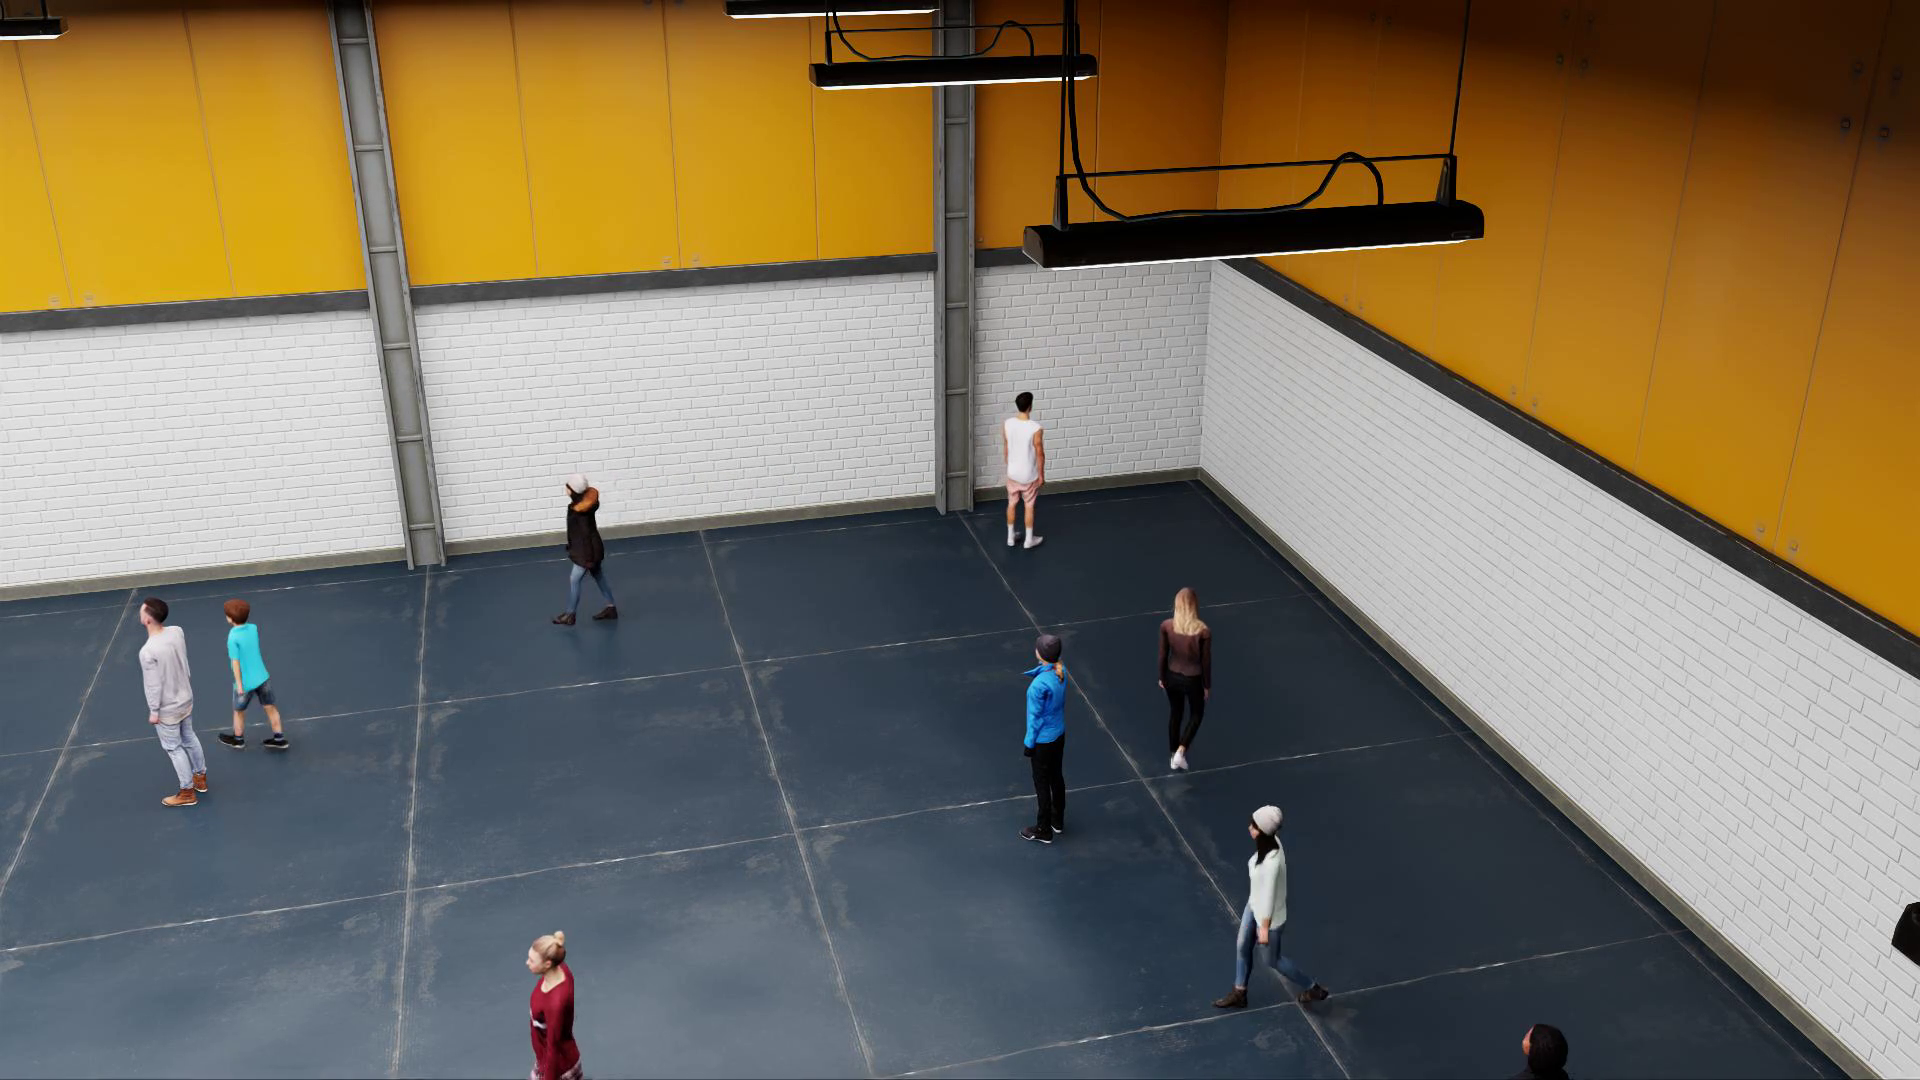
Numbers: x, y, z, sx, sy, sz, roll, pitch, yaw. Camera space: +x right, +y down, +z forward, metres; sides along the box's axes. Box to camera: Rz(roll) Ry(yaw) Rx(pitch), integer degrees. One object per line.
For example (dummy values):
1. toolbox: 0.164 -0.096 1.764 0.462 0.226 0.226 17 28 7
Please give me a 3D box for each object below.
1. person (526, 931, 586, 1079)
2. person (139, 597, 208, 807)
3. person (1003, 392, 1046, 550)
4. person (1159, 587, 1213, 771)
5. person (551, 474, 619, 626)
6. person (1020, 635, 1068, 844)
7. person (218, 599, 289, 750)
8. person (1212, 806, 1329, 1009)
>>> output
1. person: -2.289 3.052 9.816 1.034 1.655 0.681 -8 25 -17
2. person: -6.443 1.303 13.585 0.714 1.840 0.757 3 24 7
3. person: 0.685 -0.773 18.399 0.720 1.788 0.786 12 26 26
4. person: 1.865 1.222 13.957 0.814 1.691 0.870 10 26 22
5. person: -3.654 0.098 16.630 0.922 1.609 0.713 -2 24 -5
6. person: 0.687 1.552 13.070 0.751 1.797 0.668 16 28 32
7. person: -6.068 1.193 14.360 0.920 1.422 0.800 8 25 17
8. person: 2.126 2.497 11.129 1.052 1.621 0.733 2 24 4
